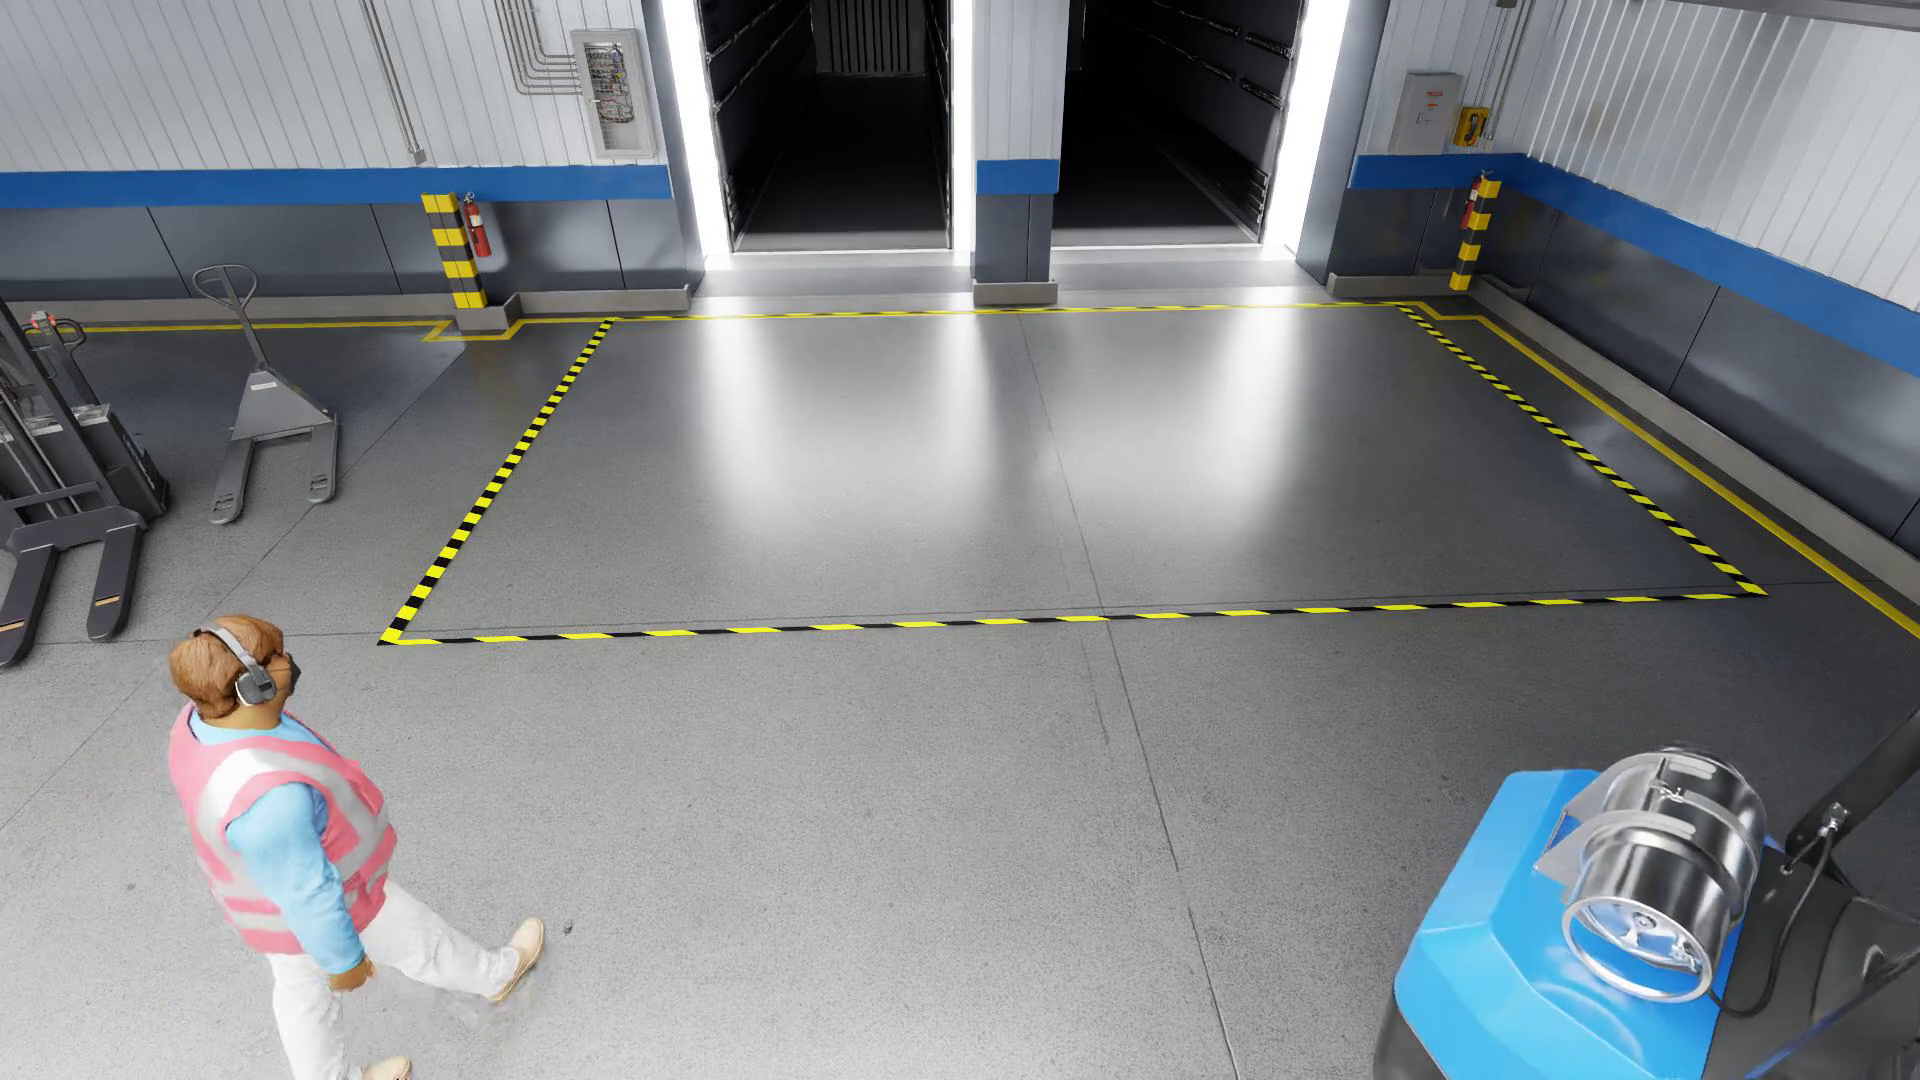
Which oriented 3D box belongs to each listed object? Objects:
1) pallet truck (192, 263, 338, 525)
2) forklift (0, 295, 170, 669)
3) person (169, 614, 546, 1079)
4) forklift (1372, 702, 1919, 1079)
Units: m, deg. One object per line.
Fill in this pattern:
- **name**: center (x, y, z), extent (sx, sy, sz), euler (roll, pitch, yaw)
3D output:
- **pallet truck**: center (-4.778, -1.027, 6.128), extent (0.680, 1.201, 1.601), euler (-17, 38, -23)
- **forklift**: center (-5.212, -0.618, 4.878), extent (0.823, 1.965, 1.885), euler (-20, 39, -26)
- **person**: center (-1.844, 0.988, 2.744), extent (0.657, 1.795, 0.842), euler (22, 40, 28)
- **forklift**: center (2.511, 1.249, 1.885), extent (2.680, 2.036, 1.157), euler (28, 44, 34)
